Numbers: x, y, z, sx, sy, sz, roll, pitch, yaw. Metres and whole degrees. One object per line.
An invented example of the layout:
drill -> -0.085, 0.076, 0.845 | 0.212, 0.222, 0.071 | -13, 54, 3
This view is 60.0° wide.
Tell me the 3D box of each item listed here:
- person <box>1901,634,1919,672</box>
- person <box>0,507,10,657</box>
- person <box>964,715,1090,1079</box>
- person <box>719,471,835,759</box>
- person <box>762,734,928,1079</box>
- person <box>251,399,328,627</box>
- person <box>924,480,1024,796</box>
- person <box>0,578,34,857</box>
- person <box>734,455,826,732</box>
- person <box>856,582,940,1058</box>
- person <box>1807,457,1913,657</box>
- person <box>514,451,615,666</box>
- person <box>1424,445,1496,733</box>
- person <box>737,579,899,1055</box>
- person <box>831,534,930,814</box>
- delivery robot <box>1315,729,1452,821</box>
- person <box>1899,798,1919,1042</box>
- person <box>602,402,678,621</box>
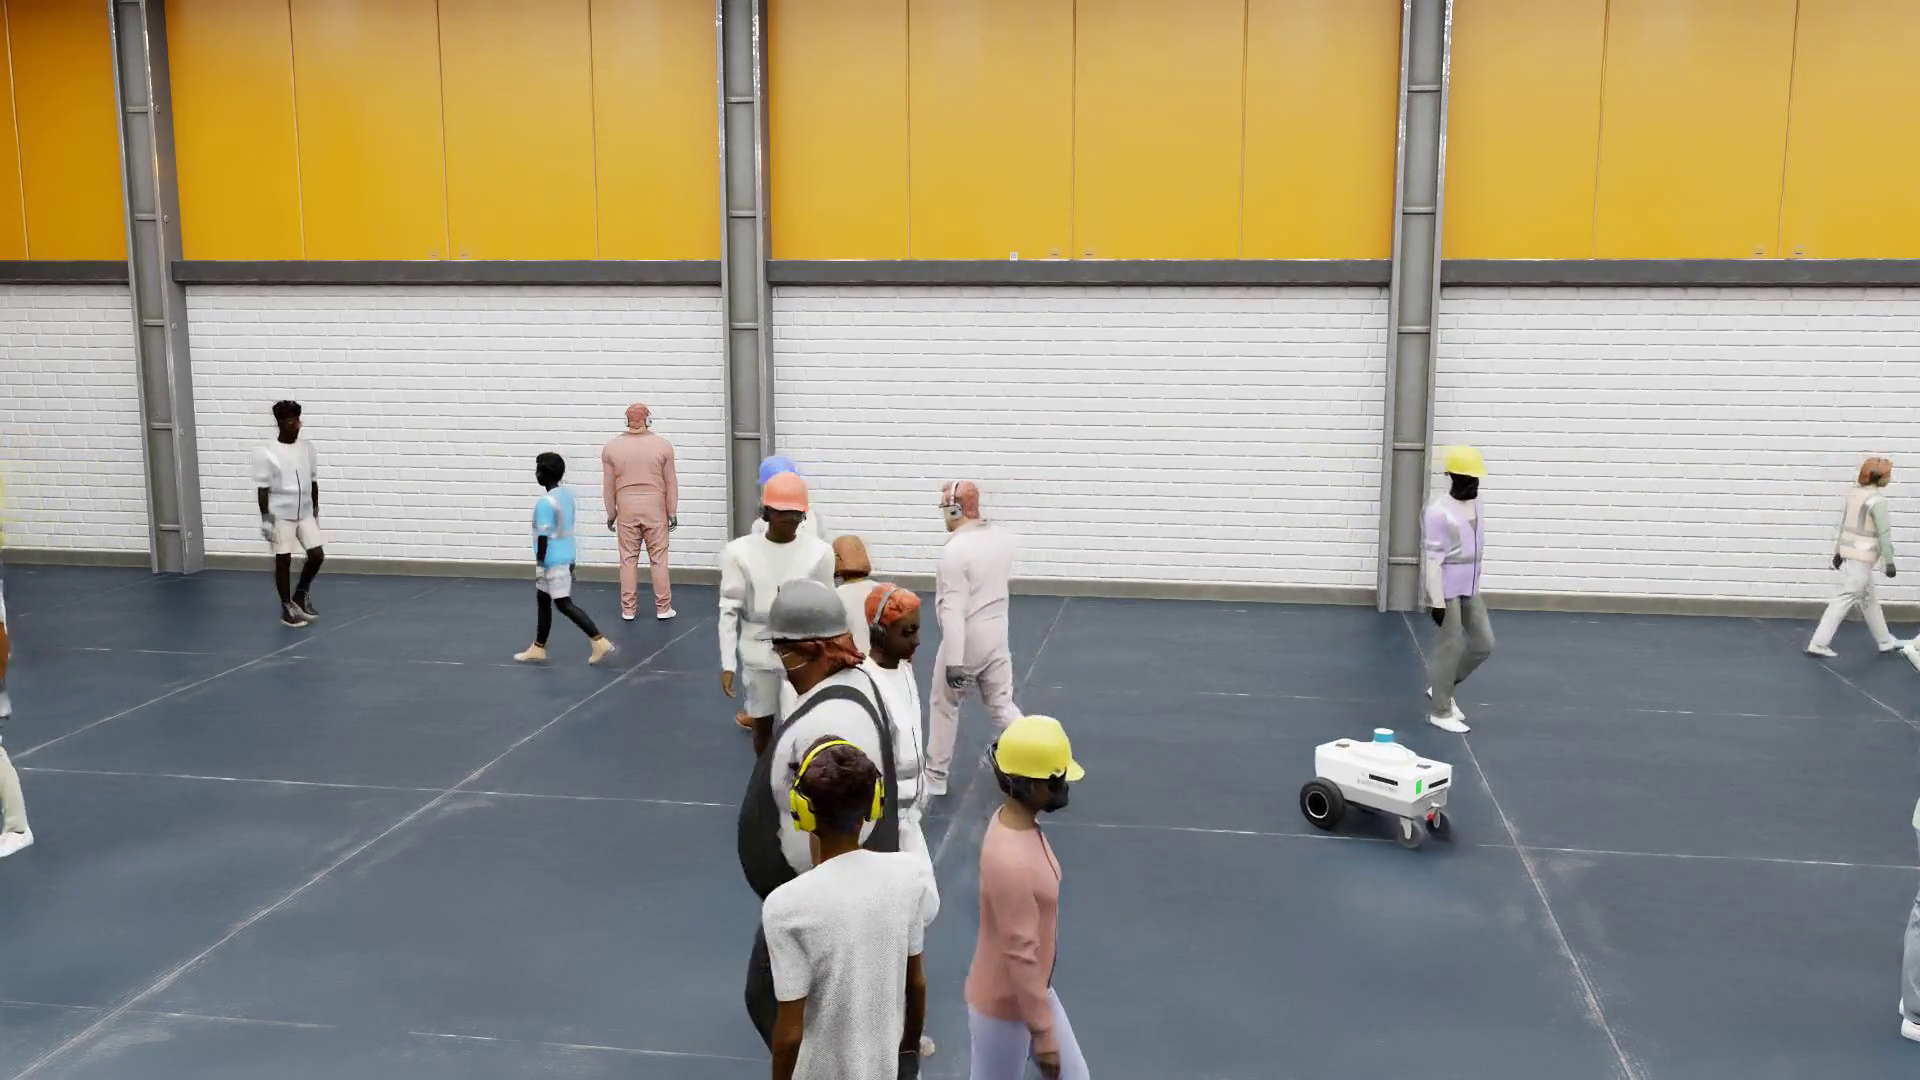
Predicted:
person -> 7.256, 0.266, 12.144 | 0.409, 1.625, 0.500 | 1, 9, 6
person -> -7.754, 0.053, 12.845 | 0.653, 1.825, 0.639 | -2, 9, -10
person -> 0.291, 1.372, 4.972 | 0.802, 1.731, 0.540 | 1, 9, 8
person -> -0.970, 0.616, 8.904 | 0.630, 1.987, 1.039 | -1, 9, -5
person -> -0.308, 1.418, 4.288 | 0.532, 1.867, 0.315 | -8, 12, -41
person -> -5.692, -0.223, 14.134 | 0.413, 1.948, 0.622 | 7, 12, 37
person -> 0.129, 0.589, 9.435 | 0.920, 1.865, 0.673 | 7, 11, 35
person -> -5.074, 0.738, 8.563 | 0.589, 1.863, 0.396 | 6, 11, 31
person -> -1.094, 0.408, 10.481 | 1.049, 1.887, 0.623 | 6, 11, 34
person -> -0.309, 1.077, 6.405 | 0.455, 1.867, 0.577 | 3, 10, 20
person -> 7.064, 0.148, 12.957 | 0.858, 1.587, 0.524 | 1, 9, 5
person -> -3.040, 0.149, 12.737 | 0.817, 1.668, 0.537 | 1, 9, 6
person -> 3.283, 0.323, 10.913 | 0.613, 1.904, 0.429 | -8, 12, -41
person -> -0.479, 1.114, 5.626 | 0.540, 2.000, 0.685 | 1, 9, 8
person -> -0.523, 0.770, 9.109 | 0.764, 1.604, 0.499 | 7, 12, 38
delivery robot -> 2.280, 1.264, 8.982 | 0.477, 0.478, 0.707 | -8, 12, -41
person -> 3.908, 1.167, 6.548 | 0.280, 1.633, 0.498 | 6, 11, 31
person -> -2.753, -0.239, 14.406 | 0.638, 1.903, 0.408 | -1, 9, -3
